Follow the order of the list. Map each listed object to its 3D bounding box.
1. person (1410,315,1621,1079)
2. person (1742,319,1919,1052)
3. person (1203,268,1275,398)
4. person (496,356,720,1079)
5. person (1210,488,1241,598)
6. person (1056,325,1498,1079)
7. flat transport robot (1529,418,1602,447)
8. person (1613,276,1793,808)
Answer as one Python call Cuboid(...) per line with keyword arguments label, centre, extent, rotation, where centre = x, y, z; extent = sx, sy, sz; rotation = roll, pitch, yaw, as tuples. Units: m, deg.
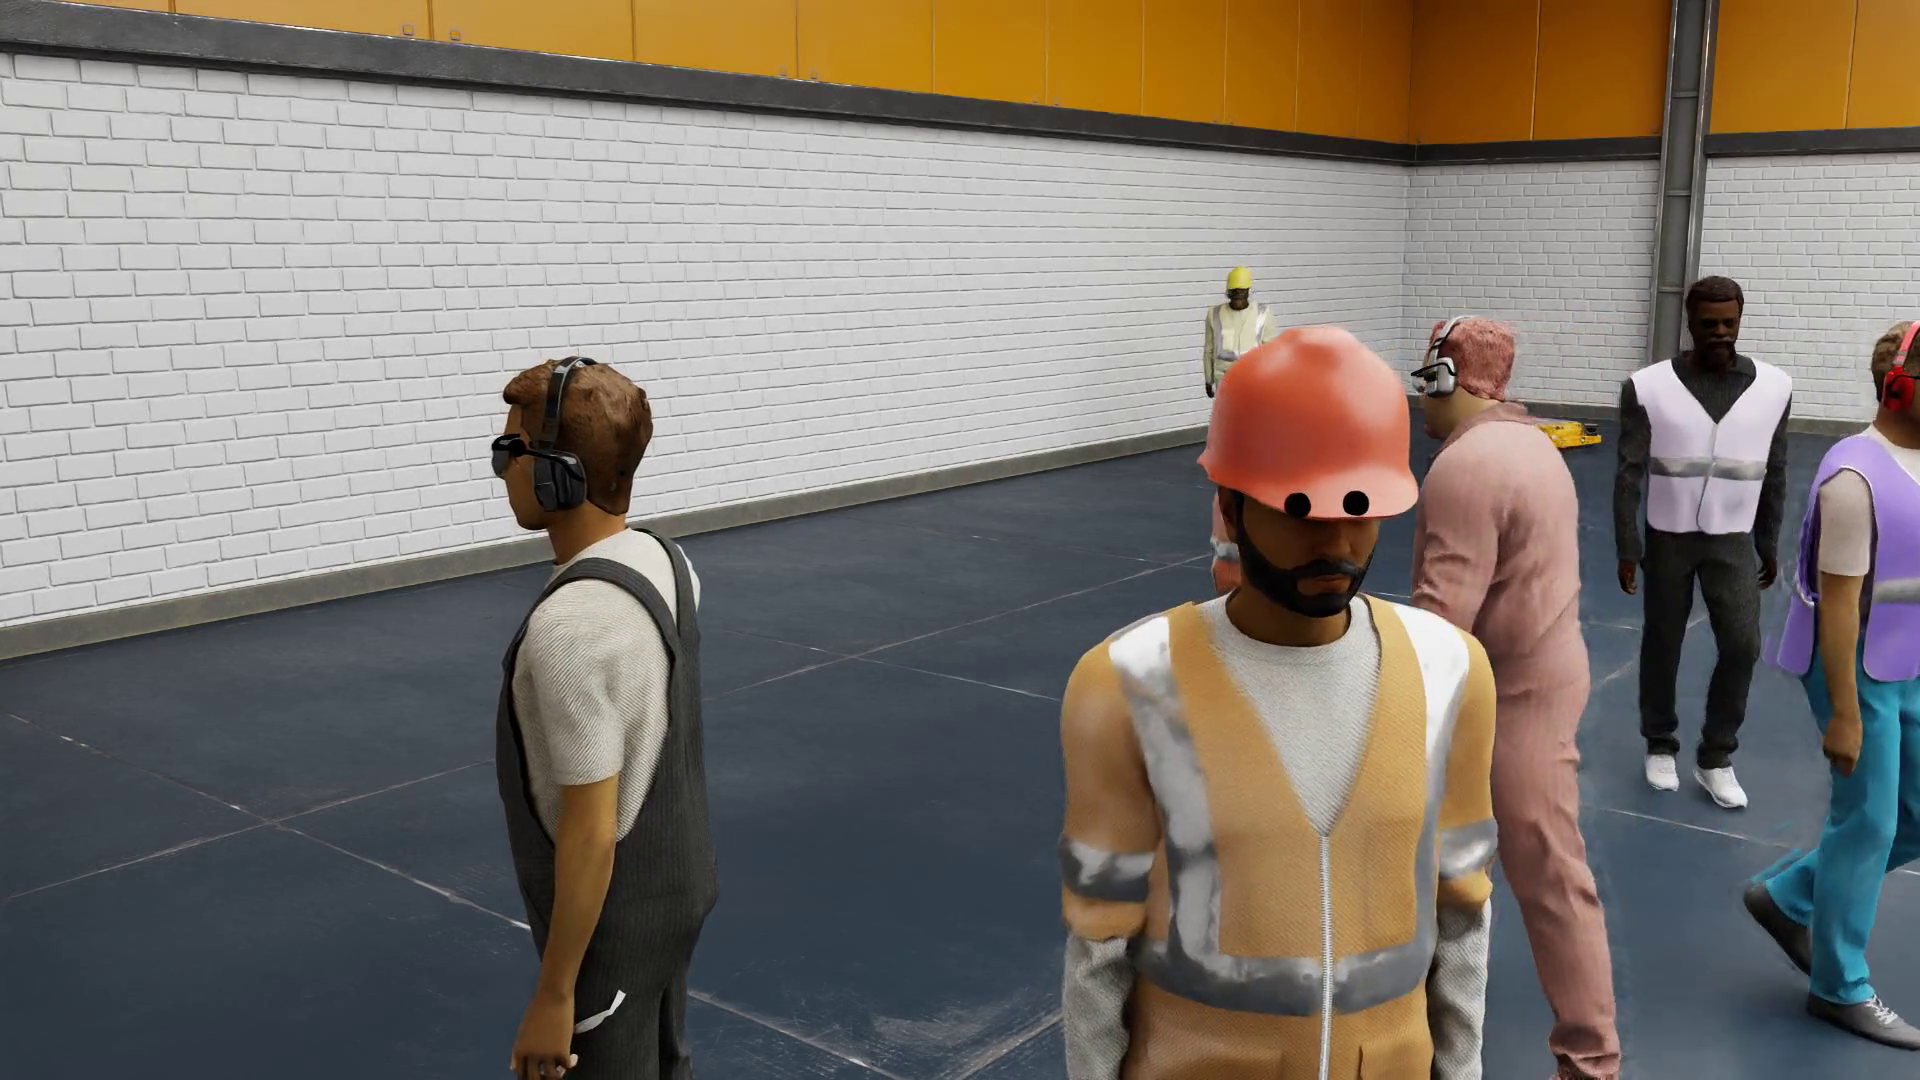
Cuboid(label="person", centre=(1.238, 0.404, 3.974), extent=(0.876, 1.846, 0.720), rotation=(5, 11, 27))
Cuboid(label="person", centre=(2.297, 0.361, 4.183), extent=(0.578, 1.832, 0.440), rotation=(-9, 14, -41))
Cuboid(label="person", centre=(2.350, -1.381, 13.977), extent=(0.608, 1.781, 0.923), rotation=(1, 10, 7))
Cuboid(label="person", centre=(-0.571, 0.629, 2.686), extent=(0.343, 1.847, 0.507), rotation=(1, 10, 7))
Cuboid(label="person", centre=(1.040, 0.212, 5.504), extent=(0.831, 1.660, 0.533), rotation=(-2, 10, -12))
Cuboid(label="person", centre=(0.392, 0.707, 2.035), extent=(0.541, 1.930, 0.379), rotation=(-2, 10, -9))
Cuboid(label="flat transport robot", centre=(5.606, -1.110, 16.683), extent=(0.652, 0.197, 1.431), rotation=(-8, 13, -38))
Cuboid(label="person", centre=(2.660, 0.016, 5.963), extent=(0.603, 1.892, 0.674), rotation=(2, 10, 10))
